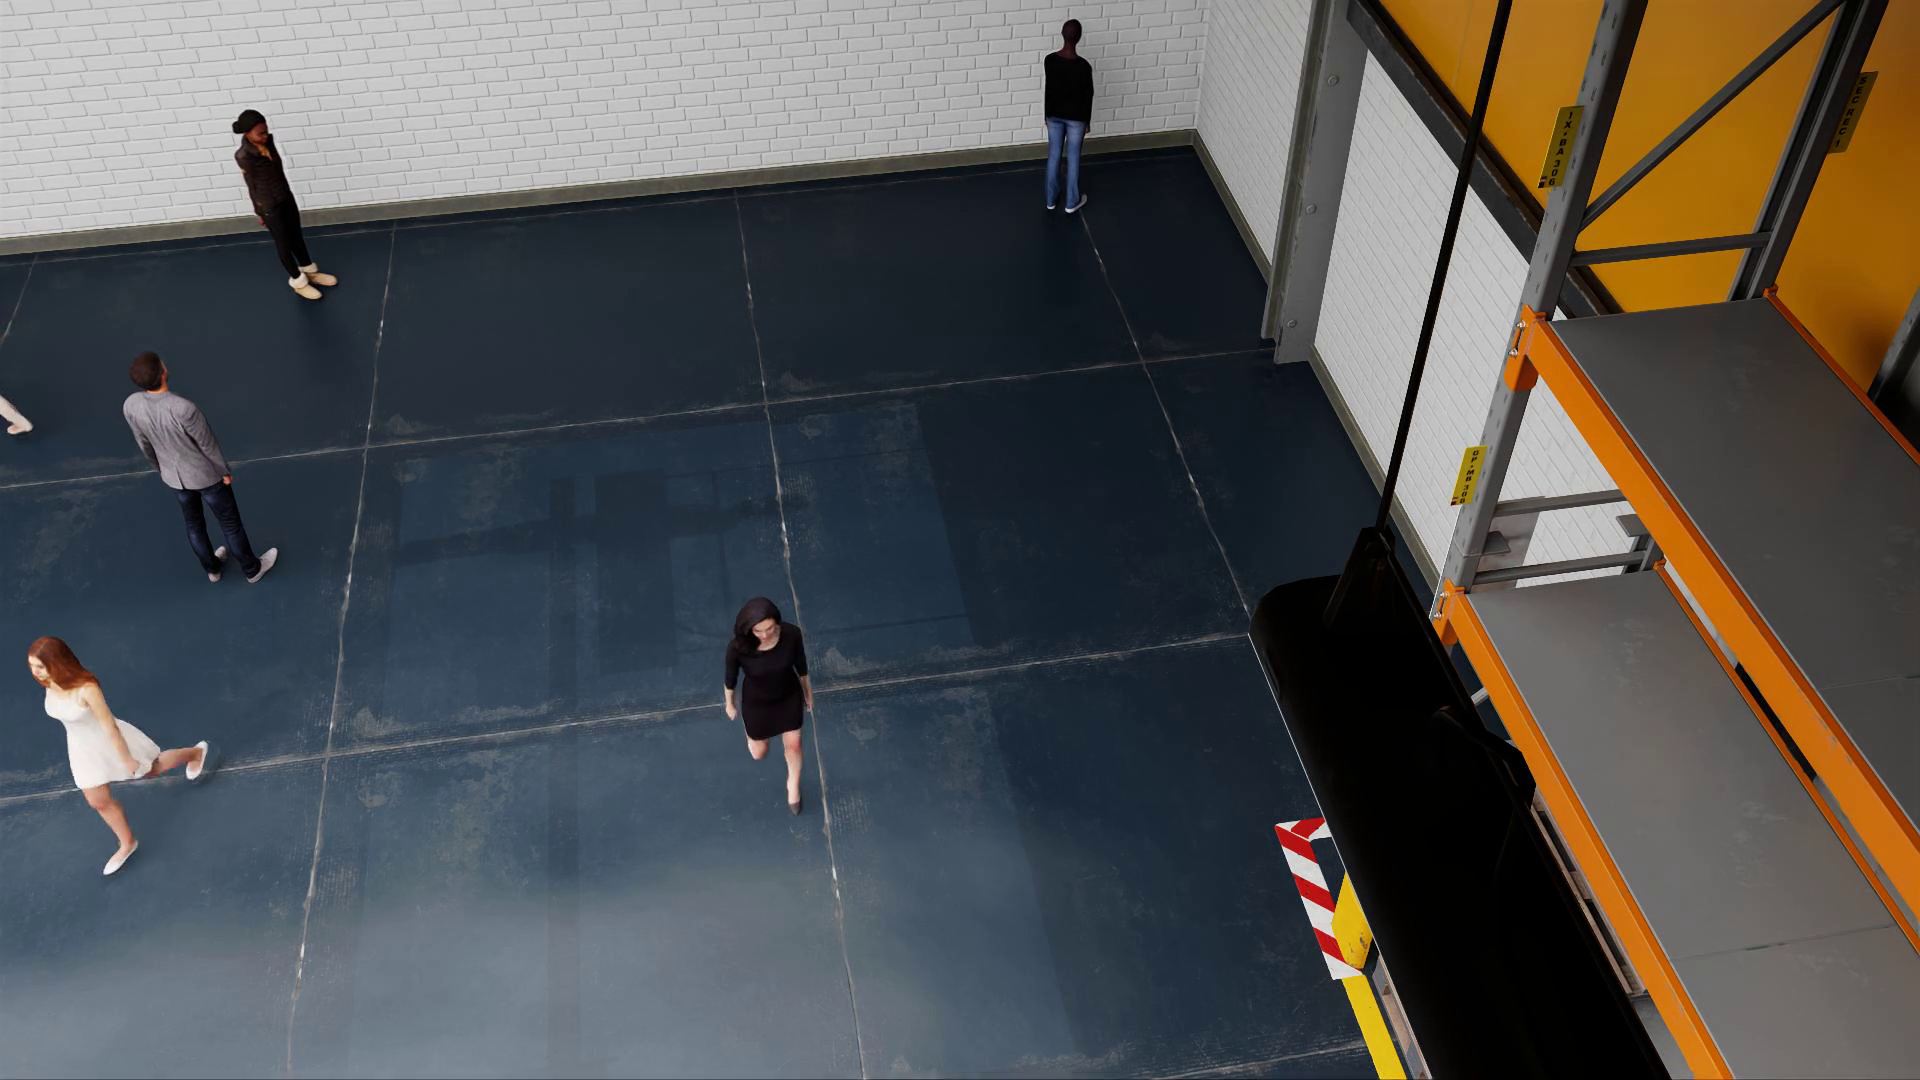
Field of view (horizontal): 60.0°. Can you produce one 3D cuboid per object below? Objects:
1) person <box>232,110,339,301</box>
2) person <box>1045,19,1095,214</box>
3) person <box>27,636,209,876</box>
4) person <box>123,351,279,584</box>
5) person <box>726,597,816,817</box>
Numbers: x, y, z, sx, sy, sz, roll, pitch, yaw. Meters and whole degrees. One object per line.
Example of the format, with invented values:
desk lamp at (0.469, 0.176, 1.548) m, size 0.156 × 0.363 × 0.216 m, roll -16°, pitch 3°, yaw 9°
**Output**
person at (-5.520, -2.712, 13.380) m, size 0.739 × 1.659 × 0.680 m, roll 26°, pitch 49°, yaw 25°
person at (0.917, -3.633, 14.281) m, size 0.678 × 1.750 × 0.700 m, roll 16°, pitch 46°, yaw 16°
person at (-4.761, 1.083, 9.383) m, size 0.939 × 1.677 × 1.187 m, roll 14°, pitch 45°, yaw 15°
person at (-5.003, -0.454, 10.853) m, size 0.747 × 1.876 × 0.701 m, roll 4°, pitch 44°, yaw 4°
person at (-1.088, 0.873, 9.528) m, size 0.706 × 1.781 × 0.855 m, roll -14°, pitch 45°, yaw -14°
